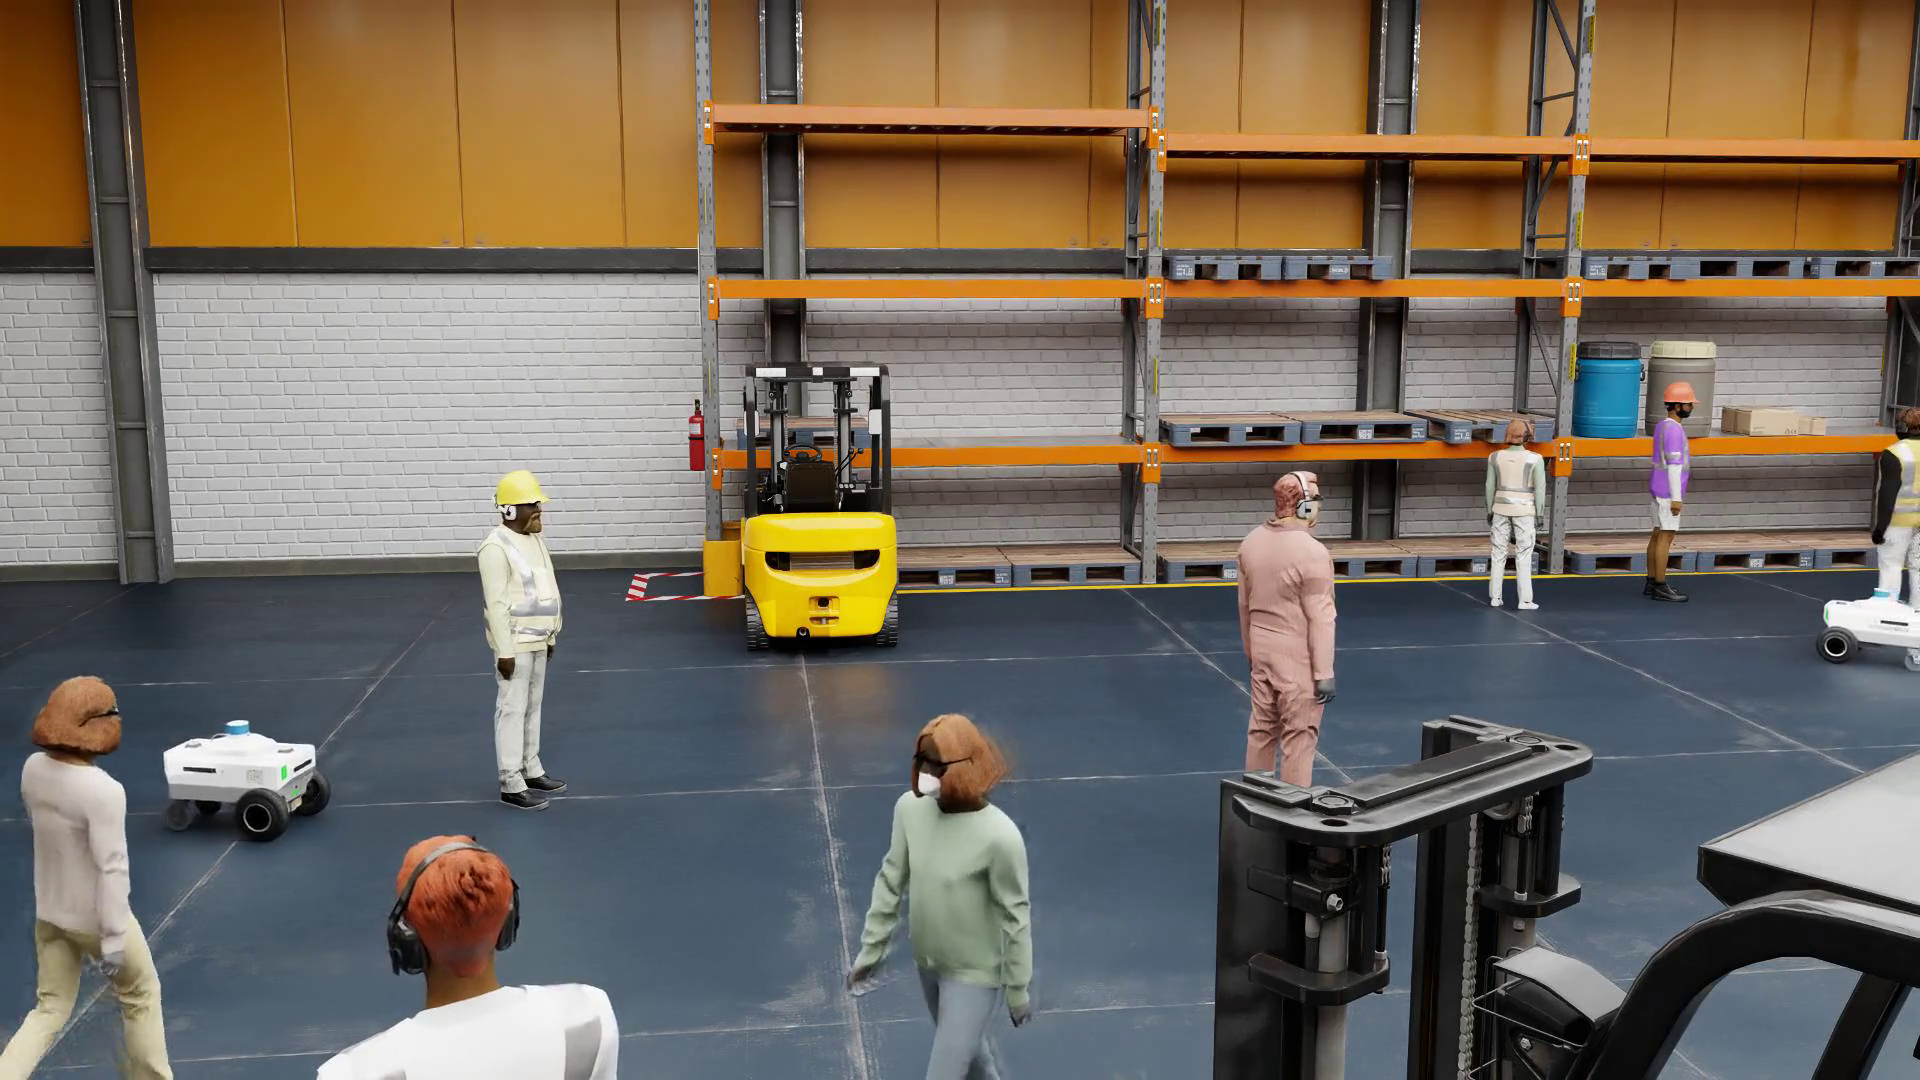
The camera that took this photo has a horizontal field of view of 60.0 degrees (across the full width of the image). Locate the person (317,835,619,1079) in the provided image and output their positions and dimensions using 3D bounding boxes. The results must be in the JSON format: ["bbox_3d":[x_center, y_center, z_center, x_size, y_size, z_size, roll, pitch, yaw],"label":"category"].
[{"bbox_3d":[-0.892,1.460,3.097,0.572,1.885,0.356,-7,12,-38],"label":"person"}]

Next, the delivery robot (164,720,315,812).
[{"bbox_3d":[-3.745,1.182,8.650,0.707,0.478,0.477,1,9,8],"label":"delivery robot"}]

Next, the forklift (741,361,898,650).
[{"bbox_3d":[-1.154,-0.340,13.365,1.214,2.155,2.313,-1,9,-7],"label":"forklift"}]

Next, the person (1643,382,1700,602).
[{"bbox_3d":[6.290,-0.427,14.704,0.362,1.939,0.542,2,9,10],"label":"person"}]

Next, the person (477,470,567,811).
[{"bbox_3d":[-2.365,0.533,9.037,0.403,1.834,0.588,1,9,7],"label":"person"}]

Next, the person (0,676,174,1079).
[{"bbox_3d":[-2.884,1.233,5.394,0.509,1.603,0.783,5,10,27],"label":"person"}]

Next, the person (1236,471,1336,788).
[{"bbox_3d":[1.676,0.604,8.365,0.405,1.911,0.636,-5,10,-28],"label":"person"}]

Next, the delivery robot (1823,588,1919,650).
[{"bbox_3d":[6.801,0.601,12.300,0.707,0.478,0.477,7,11,37],"label":"delivery robot"}]

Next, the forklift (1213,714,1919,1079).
[{"bbox_3d":[1.441,1.425,2.350,1.214,2.155,2.313,-7,12,-39],"label":"forklift"}]

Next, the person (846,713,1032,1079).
[{"bbox_3d":[-0.096,1.309,4.914,0.813,1.598,0.508,-8,12,-39],"label":"person"}]

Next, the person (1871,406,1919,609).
[{"bbox_3d":[7.562,-0.153,13.316,0.634,1.840,0.429,-3,10,-17],"label":"person"}]

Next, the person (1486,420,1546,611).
[{"bbox_3d":[4.761,-0.209,14.277,0.512,1.639,0.312,7,12,39],"label":"person"}]
